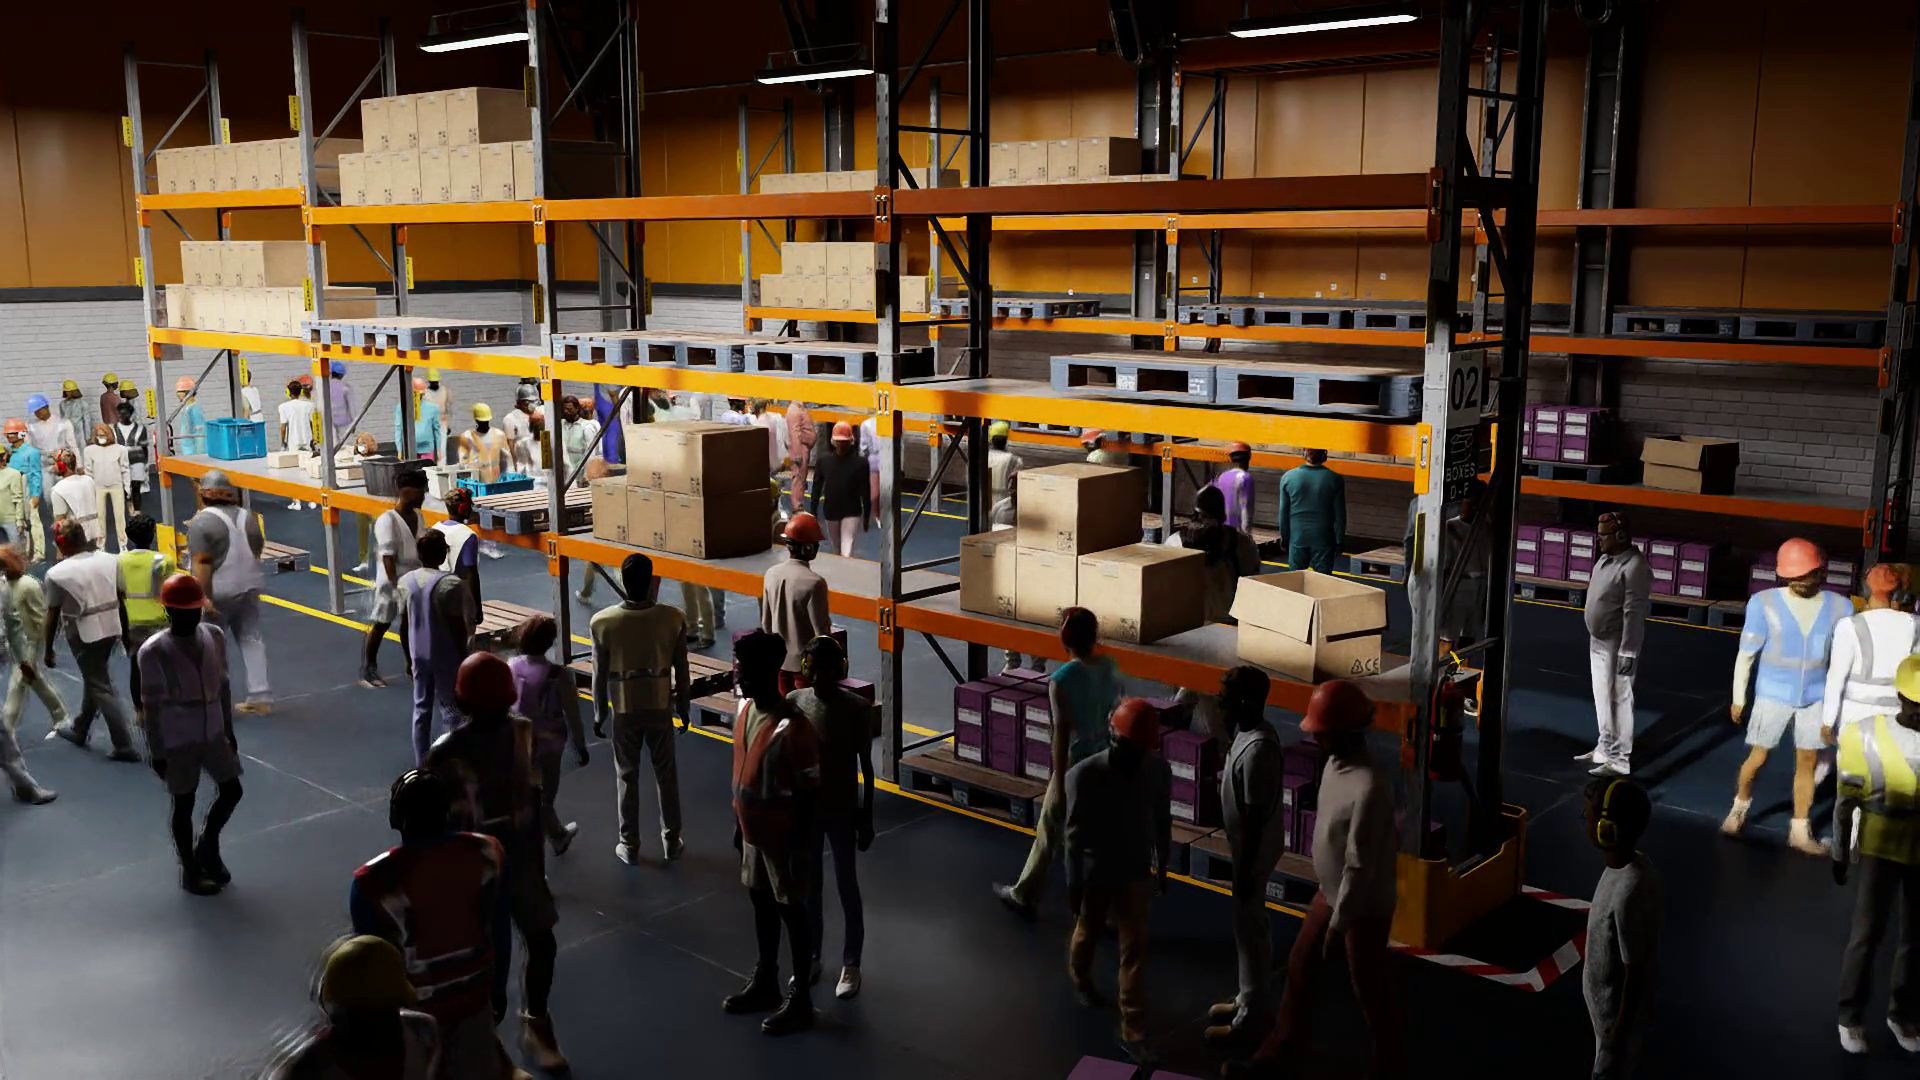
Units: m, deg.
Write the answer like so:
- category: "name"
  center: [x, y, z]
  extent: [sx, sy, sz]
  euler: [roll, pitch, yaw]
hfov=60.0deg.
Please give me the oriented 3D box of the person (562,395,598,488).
- category: "person"
  center: [-4.835, -0.866, 20.936]
  extent: [0.591, 1.918, 0.383]
  euler: [2, 10, 12]

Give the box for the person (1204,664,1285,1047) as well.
- category: "person"
  center: [1.362, 1.484, 7.885]
  extent: [0.348, 1.839, 0.505]
  euler: [2, 10, 10]

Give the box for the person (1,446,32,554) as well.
- category: "person"
  center: [-10.296, -0.197, 17.936]
  extent: [0.514, 1.641, 0.315]
  euler: [-3, 10, -15]

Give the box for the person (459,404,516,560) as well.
- category: "person"
  center: [-5.674, -0.702, 20.115]
  extent: [0.907, 1.882, 0.608]
  euler: [9, 14, 43]

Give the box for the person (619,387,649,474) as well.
- category: "person"
  center: [-4.907, -1.682, 25.493]
  extent: [0.631, 1.940, 0.372]
  euler: [-9, 13, -41]

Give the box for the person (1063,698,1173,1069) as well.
- category: "person"
  center: [0.738, 1.543, 7.942]
  extent: [0.577, 1.699, 0.879]
  euler: [-3, 10, -16]

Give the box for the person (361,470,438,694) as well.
- category: "person"
  center: [-4.698, 0.361, 14.081]
  extent: [1.052, 1.899, 0.642]
  euler: [5, 11, 25]

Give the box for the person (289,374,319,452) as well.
- category: "person"
  center: [-10.495, -1.805, 26.751]
  extent: [0.417, 1.733, 0.579]
  euler: [6, 12, 30]

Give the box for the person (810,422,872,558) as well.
- category: "person"
  center: [-1.265, -0.287, 17.603]
  extent: [0.619, 1.942, 1.030]
  euler: [2, 10, 14]

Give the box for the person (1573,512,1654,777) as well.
- category: "person"
  center: [4.675, 0.739, 11.944]
  extent: [0.403, 1.895, 0.647]
  euler: [-1, 10, -3]

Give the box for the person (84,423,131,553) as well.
- category: "person"
  center: [-10.415, -0.620, 20.347]
  extent: [0.501, 1.632, 0.290]
  euler: [-4, 11, -20]

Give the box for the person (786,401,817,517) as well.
- category: "person"
  center: [-2.173, -1.207, 22.899]
  extent: [0.409, 1.907, 0.648]
  euler: [0, 10, 1]

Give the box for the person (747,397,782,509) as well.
- category: "person"
  center: [-2.557, -0.902, 21.153]
  extent: [0.677, 1.918, 0.635]
  euler: [2, 10, 10]

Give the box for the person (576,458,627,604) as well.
- category: "person"
  center: [-3.725, -0.063, 17.337]
  extent: [0.497, 1.591, 0.873]
  euler: [-9, 14, -42]

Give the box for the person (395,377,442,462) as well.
- category: "person"
  center: [-7.455, -1.250, 22.915]
  extent: [0.609, 1.986, 0.391]
  euler: [-5, 11, -24]

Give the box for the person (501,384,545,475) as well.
- category: "person"
  center: [-5.437, -0.964, 21.140]
  extent: [0.536, 2.000, 0.676]
  euler: [7, 12, 34]

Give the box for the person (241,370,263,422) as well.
- category: "person"
  center: [-11.244, -1.788, 26.348]
  extent: [0.375, 1.843, 0.575]
  euler: [-1, 10, -4]

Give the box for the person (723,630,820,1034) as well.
- category: "person"
  center: [-0.911, 1.391, 8.037]
  extent: [0.368, 1.965, 0.609]
  euler: [-8, 13, -38]

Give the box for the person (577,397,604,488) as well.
- category: "person"
  center: [-4.679, -0.861, 21.007]
  extent: [0.355, 1.882, 0.576]
  euler: [-1, 10, -8]

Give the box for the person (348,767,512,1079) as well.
- category: "person"
  center: [-2.000, 1.760, 6.308]
  extent: [0.624, 1.844, 0.430]
  euler: [-9, 13, -41]

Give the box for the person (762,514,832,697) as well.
- category: "person"
  center: [-1.066, 0.810, 11.236]
  extent: [0.618, 1.993, 0.396]
  euler: [10, 14, 43]

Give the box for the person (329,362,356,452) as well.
- category: "person"
  center: [-10.198, -1.958, 27.179]
  extent: [0.642, 1.901, 0.769]
  euler: [-4, 11, -20]

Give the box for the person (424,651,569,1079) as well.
- category: "person"
  center: [-2.036, 1.473, 7.401]
  extent: [0.461, 2.022, 0.613]
  euler: [8, 13, 37]

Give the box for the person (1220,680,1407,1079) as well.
- category: "person"
  center: [1.572, 1.550, 7.184]
  extent: [0.932, 1.947, 0.628]
  euler: [-1, 10, -4]

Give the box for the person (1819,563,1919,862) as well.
- category: "person"
  center: [5.553, 1.077, 10.073]
  extent: [0.640, 1.873, 0.526]
  euler: [-1, 10, -5]

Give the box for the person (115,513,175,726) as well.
- category: "person"
  center: [-6.377, 0.630, 13.096]
  extent: [0.535, 1.700, 0.318]
  euler: [1, 10, 4]

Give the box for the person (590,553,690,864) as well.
- category: "person"
  center: [-1.948, 1.034, 10.189]
  extent: [0.591, 1.917, 0.379]
  euler: [-3, 10, -16]

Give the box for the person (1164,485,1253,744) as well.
- category: "person"
  center: [1.850, 0.578, 12.425]
  extent: [0.684, 2.000, 0.535]
  euler: [0, 10, 0]

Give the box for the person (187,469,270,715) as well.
- category: "person"
  center: [-5.950, 0.389, 13.489]
  extent: [0.889, 2.000, 0.703]
  euler: [5, 11, 28]

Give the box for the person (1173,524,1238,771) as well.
- category: "person"
  center: [1.775, 0.758, 12.119]
  extent: [0.950, 1.803, 0.634]
  euler: [9, 14, 43]

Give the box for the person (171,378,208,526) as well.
- category: "person"
  center: [-10.277, -1.149, 22.253]
  extent: [0.401, 2.034, 0.646]
  euler: [-6, 12, -32]

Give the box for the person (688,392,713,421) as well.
- category: "person"
  center: [-3.878, -1.557, 24.758]
  extent: [0.406, 1.945, 0.615]
  euler: [3, 10, 14]

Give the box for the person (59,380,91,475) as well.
- category: "person"
  center: [-13.629, -1.601, 25.613]
  extent: [0.485, 1.737, 0.324]
  euler: [1, 10, 8]

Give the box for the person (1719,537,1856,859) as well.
- category: "person"
  center: [5.225, 0.962, 10.348]
  extent: [0.805, 2.021, 0.529]
  euler: [2, 10, 9]

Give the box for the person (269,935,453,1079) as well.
- category: "person"
  center: [-1.690, 2.026, 4.933]
  extent: [0.931, 1.780, 0.609]
  euler: [6, 12, 30]

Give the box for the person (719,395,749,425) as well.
- category: "person"
  center: [-2.967, -1.067, 22.023]
  extent: [0.376, 1.934, 0.547]
  euler: [-8, 13, -37]
